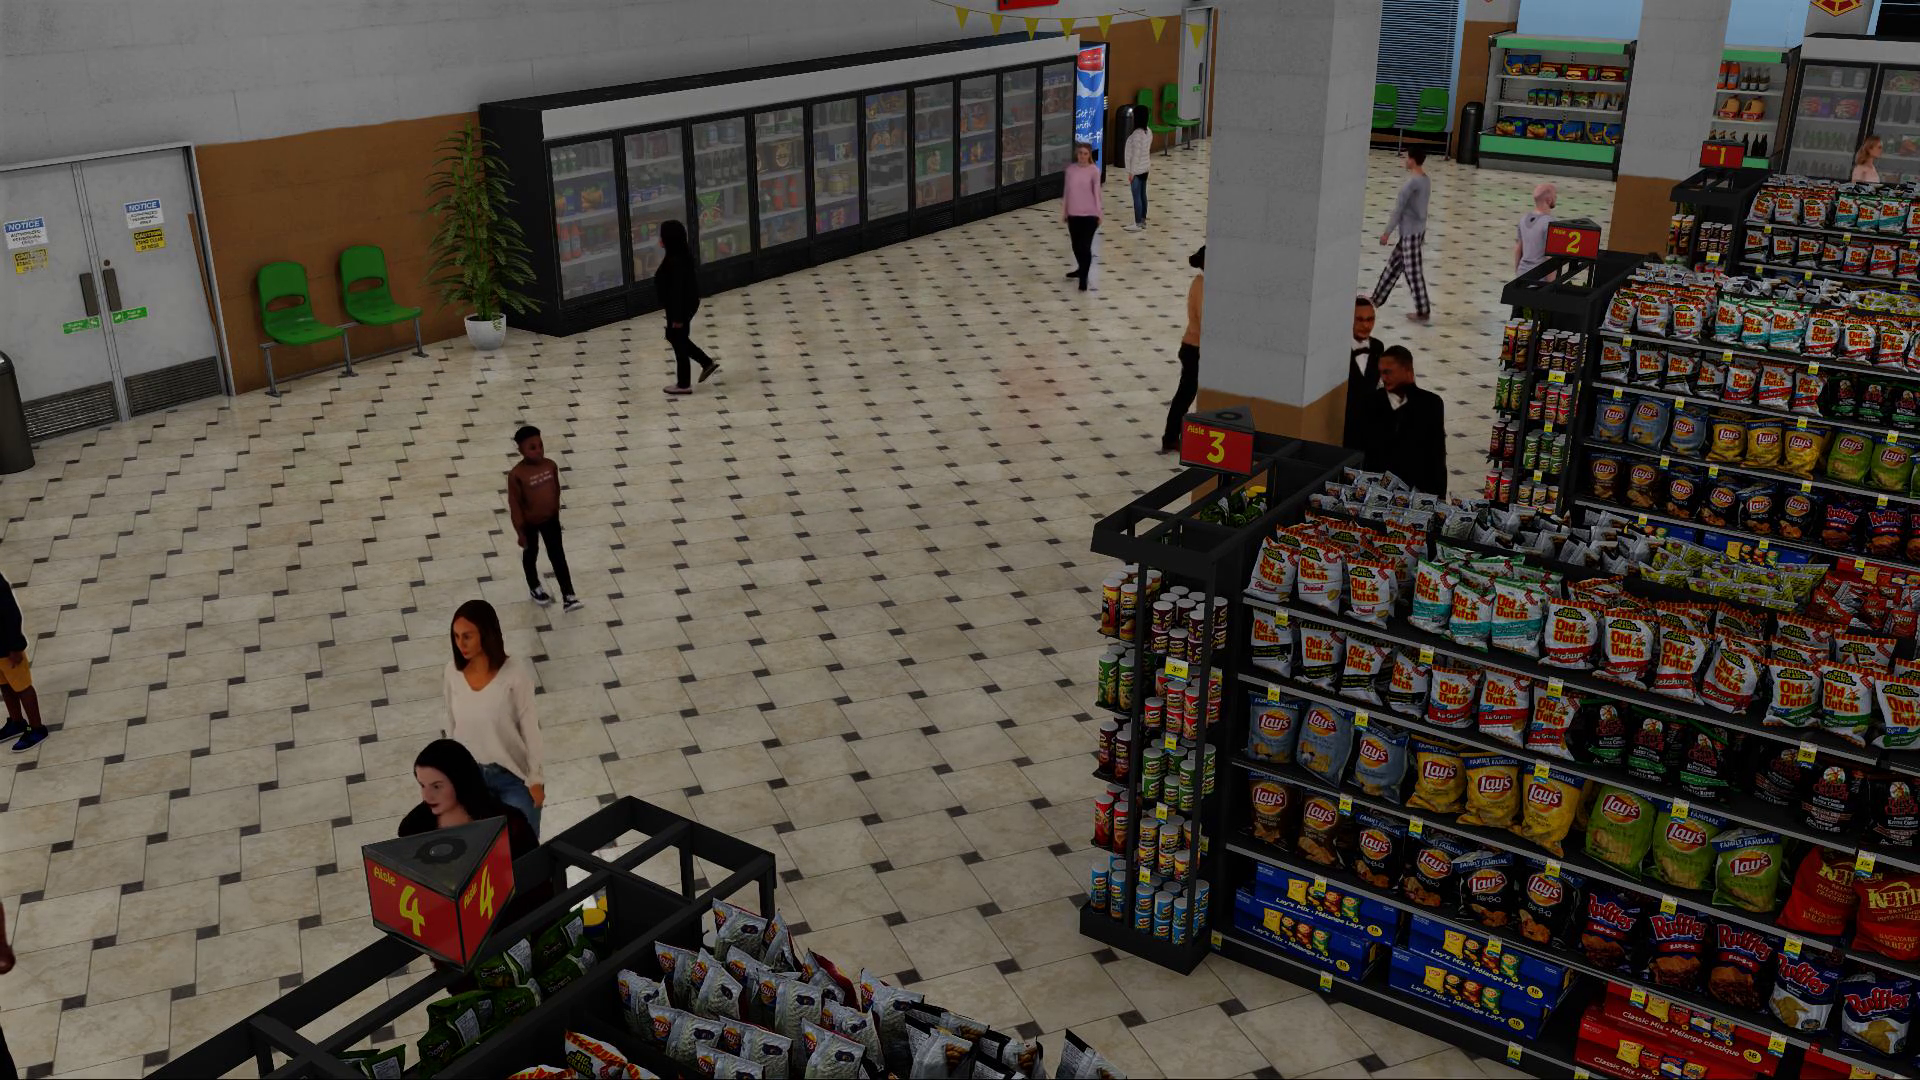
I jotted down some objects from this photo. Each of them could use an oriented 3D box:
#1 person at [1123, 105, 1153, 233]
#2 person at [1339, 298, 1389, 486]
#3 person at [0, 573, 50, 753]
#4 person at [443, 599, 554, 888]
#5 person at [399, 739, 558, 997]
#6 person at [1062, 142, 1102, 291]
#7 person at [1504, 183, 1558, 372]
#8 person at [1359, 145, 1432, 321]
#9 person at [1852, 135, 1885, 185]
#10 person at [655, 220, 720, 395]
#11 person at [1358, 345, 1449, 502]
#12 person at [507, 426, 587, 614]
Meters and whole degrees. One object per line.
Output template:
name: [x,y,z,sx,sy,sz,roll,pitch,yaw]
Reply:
person: [2.385,-4.954,22.151,0.581,1.637,0.650,11,24,25]
person: [2.621,-0.730,11.285,1.058,1.900,1.144,-7,23,-17]
person: [-5.201,0.525,9.007,0.481,1.270,0.589,12,25,27]
person: [-1.955,0.999,7.290,0.706,1.670,0.781,7,23,18]
person: [-1.687,1.447,6.114,1.027,1.716,0.955,4,22,10]
person: [1.417,-3.723,19.063,0.804,1.655,0.781,15,26,33]
person: [5.380,-2.420,15.582,0.825,1.831,0.727,-8,23,-18]
person: [4.837,-3.199,17.547,1.077,1.813,0.619,14,26,32]
person: [9.831,-3.553,18.440,0.893,1.804,1.151,-12,25,-28]
person: [-2.459,-2.108,15.112,0.924,1.604,0.860,-1,22,-3]
person: [2.742,-0.279,10.237,1.323,1.845,1.007,9,24,21]
person: [-2.751,-0.141,10.722,0.684,1.228,0.906,-17,27,-36]
